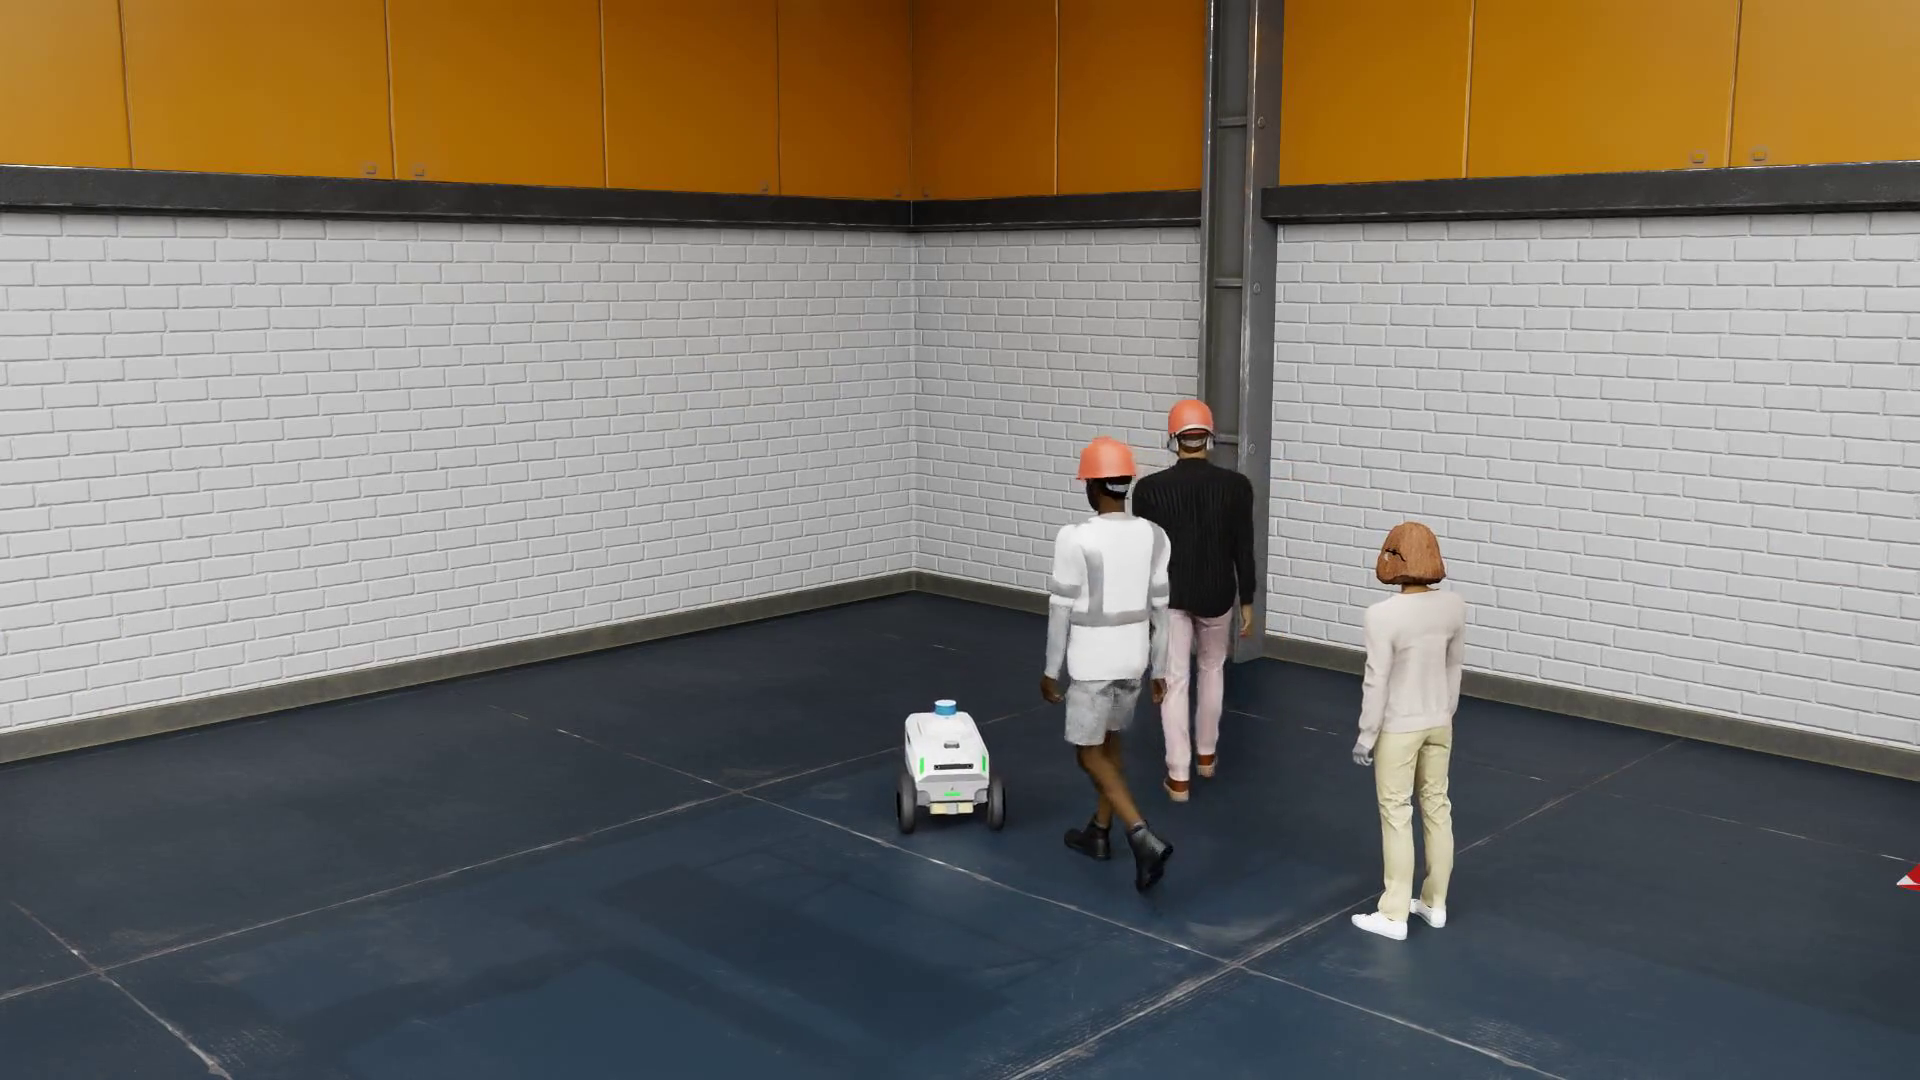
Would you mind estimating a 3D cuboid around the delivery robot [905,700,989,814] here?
[{"bbox_3d":[-0.069,1.004,7.910,0.477,0.478,0.707,-1,9,-6],"label":"delivery robot"}]

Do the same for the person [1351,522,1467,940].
[{"bbox_3d":[1.750,0.742,6.503,0.498,1.634,0.283,-5,10,-28],"label":"person"}]

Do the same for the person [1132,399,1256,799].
[{"bbox_3d":[1.150,0.270,8.414,0.632,1.956,0.860,0,9,2],"label":"person"}]

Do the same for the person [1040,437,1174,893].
[{"bbox_3d":[0.666,0.522,7.037,0.542,1.910,0.810,-5,11,-30],"label":"person"}]
